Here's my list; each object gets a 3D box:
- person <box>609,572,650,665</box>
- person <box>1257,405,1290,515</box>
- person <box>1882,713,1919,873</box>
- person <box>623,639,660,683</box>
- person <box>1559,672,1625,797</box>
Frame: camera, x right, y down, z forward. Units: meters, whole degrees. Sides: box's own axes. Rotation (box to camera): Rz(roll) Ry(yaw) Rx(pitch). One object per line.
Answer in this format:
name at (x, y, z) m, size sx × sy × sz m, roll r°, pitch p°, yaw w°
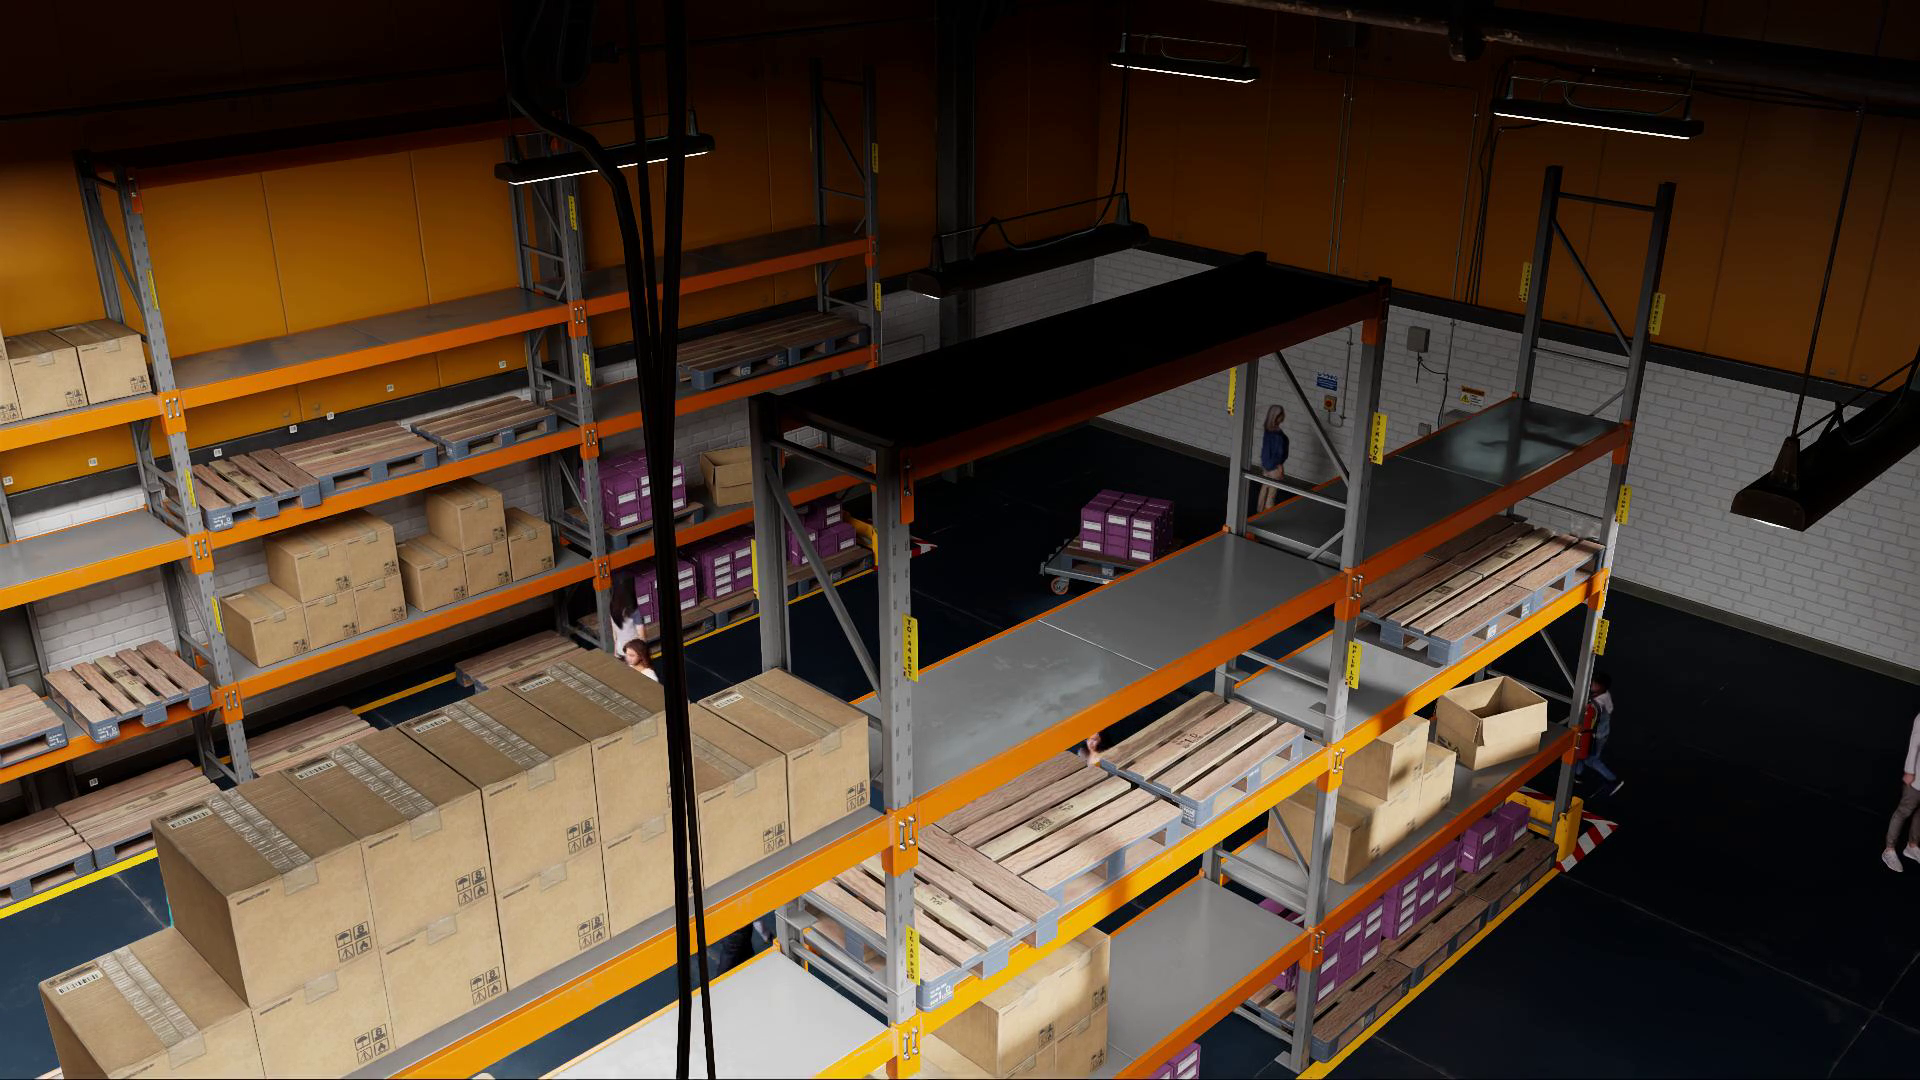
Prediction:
person at (-3.338, 1.146, 16.656) m, size 0.663 × 1.678 × 1.070 m, roll 18°, pitch 29°, yaw 36°
person at (4.012, -0.936, 21.396) m, size 0.726 × 1.697 × 0.705 m, roll -6°, pitch 24°, yaw -13°
person at (8.424, 2.012, 14.474) m, size 0.706 × 1.840 × 0.815 m, roll -4°, pitch 24°, yaw -10°
person at (-2.906, 1.687, 15.310) m, size 0.641 × 1.765 × 0.610 m, roll 13°, pitch 27°, yaw 28°
person at (6.031, 1.826, 15.650) m, size 0.645 × 1.237 × 0.798 m, roll 16°, pitch 28°, yaw 32°
